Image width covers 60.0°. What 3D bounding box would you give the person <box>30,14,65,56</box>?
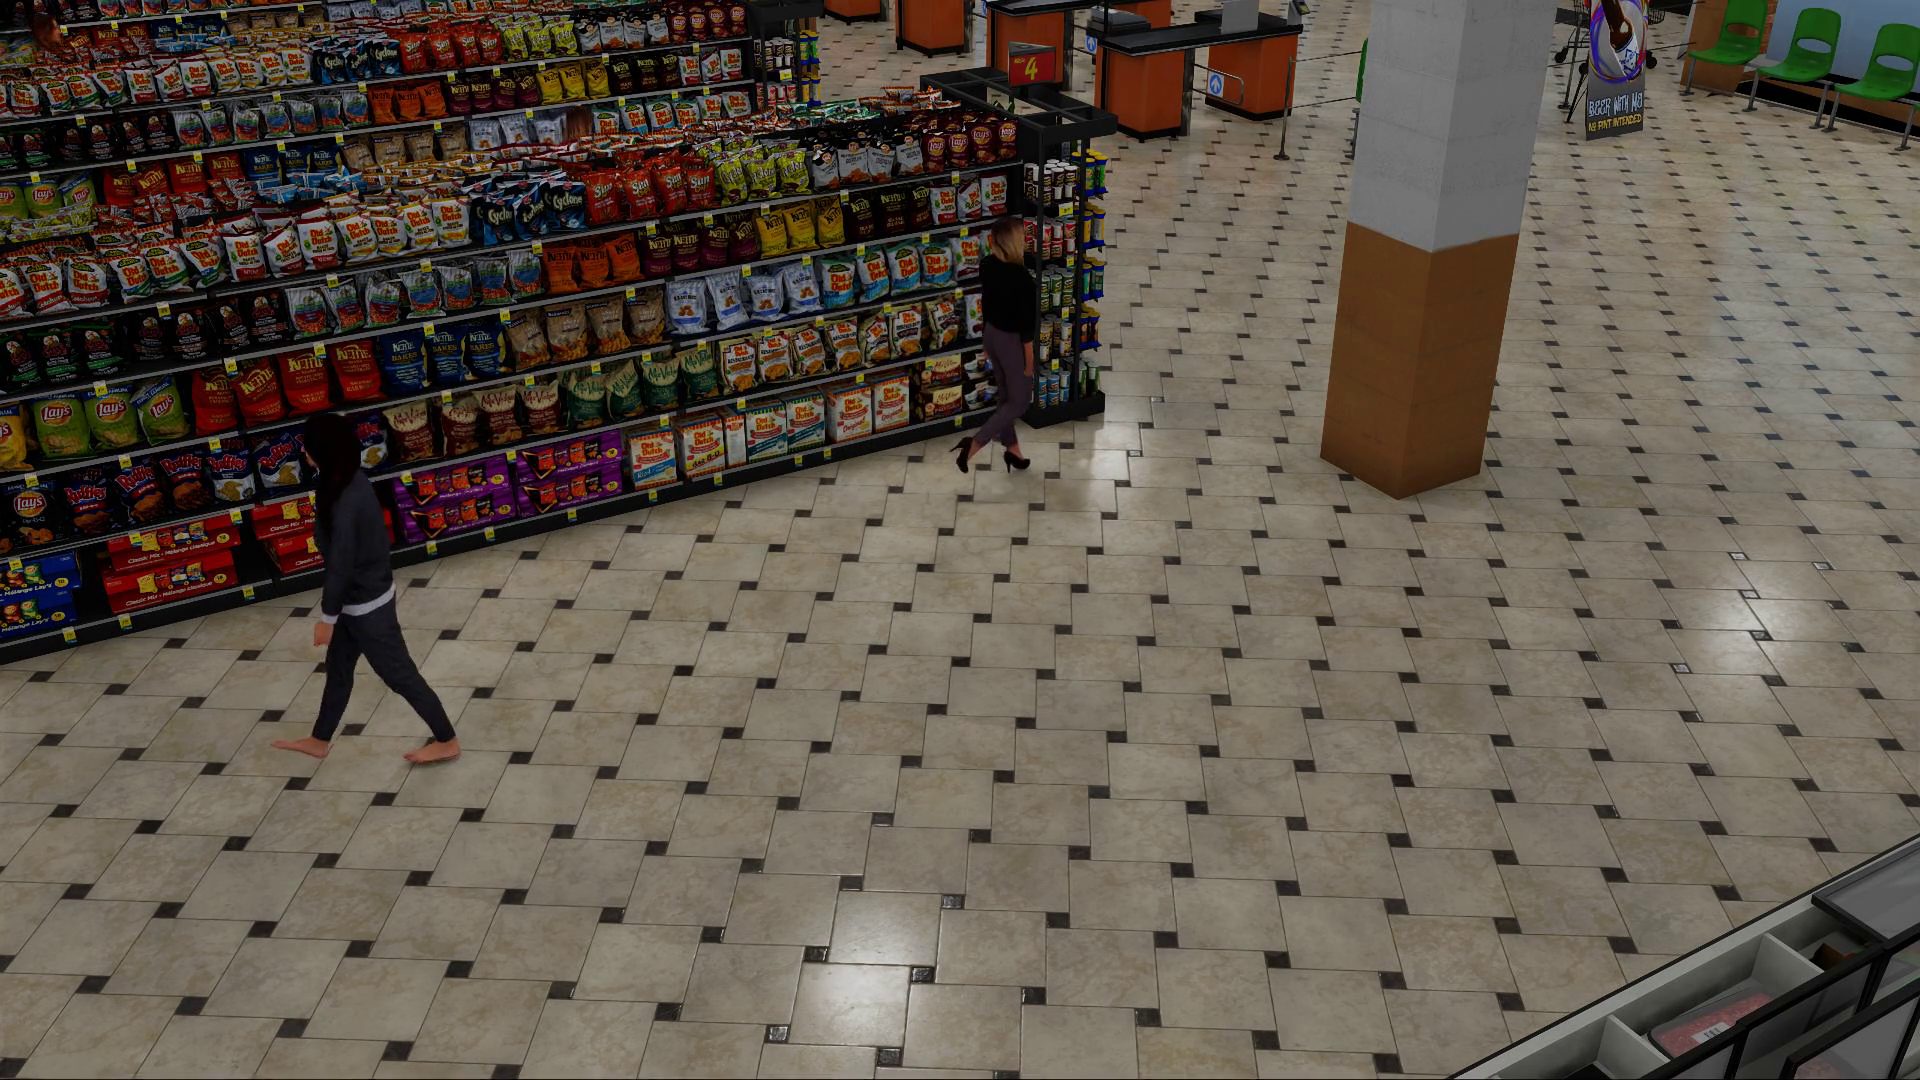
[{"bbox_3d":[-7.821,-3.618,14.381,0.812,1.771,0.748,-5,29,-9],"label":"person"}]

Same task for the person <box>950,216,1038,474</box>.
[{"bbox_3d":[0.213,-1.091,9.878,0.897,1.650,0.662,-21,35,-33],"label":"person"}]

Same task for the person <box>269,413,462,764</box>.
[{"bbox_3d":[-2.522,0.266,7.309,1.070,1.731,0.716,-11,30,-19],"label":"person"}]
